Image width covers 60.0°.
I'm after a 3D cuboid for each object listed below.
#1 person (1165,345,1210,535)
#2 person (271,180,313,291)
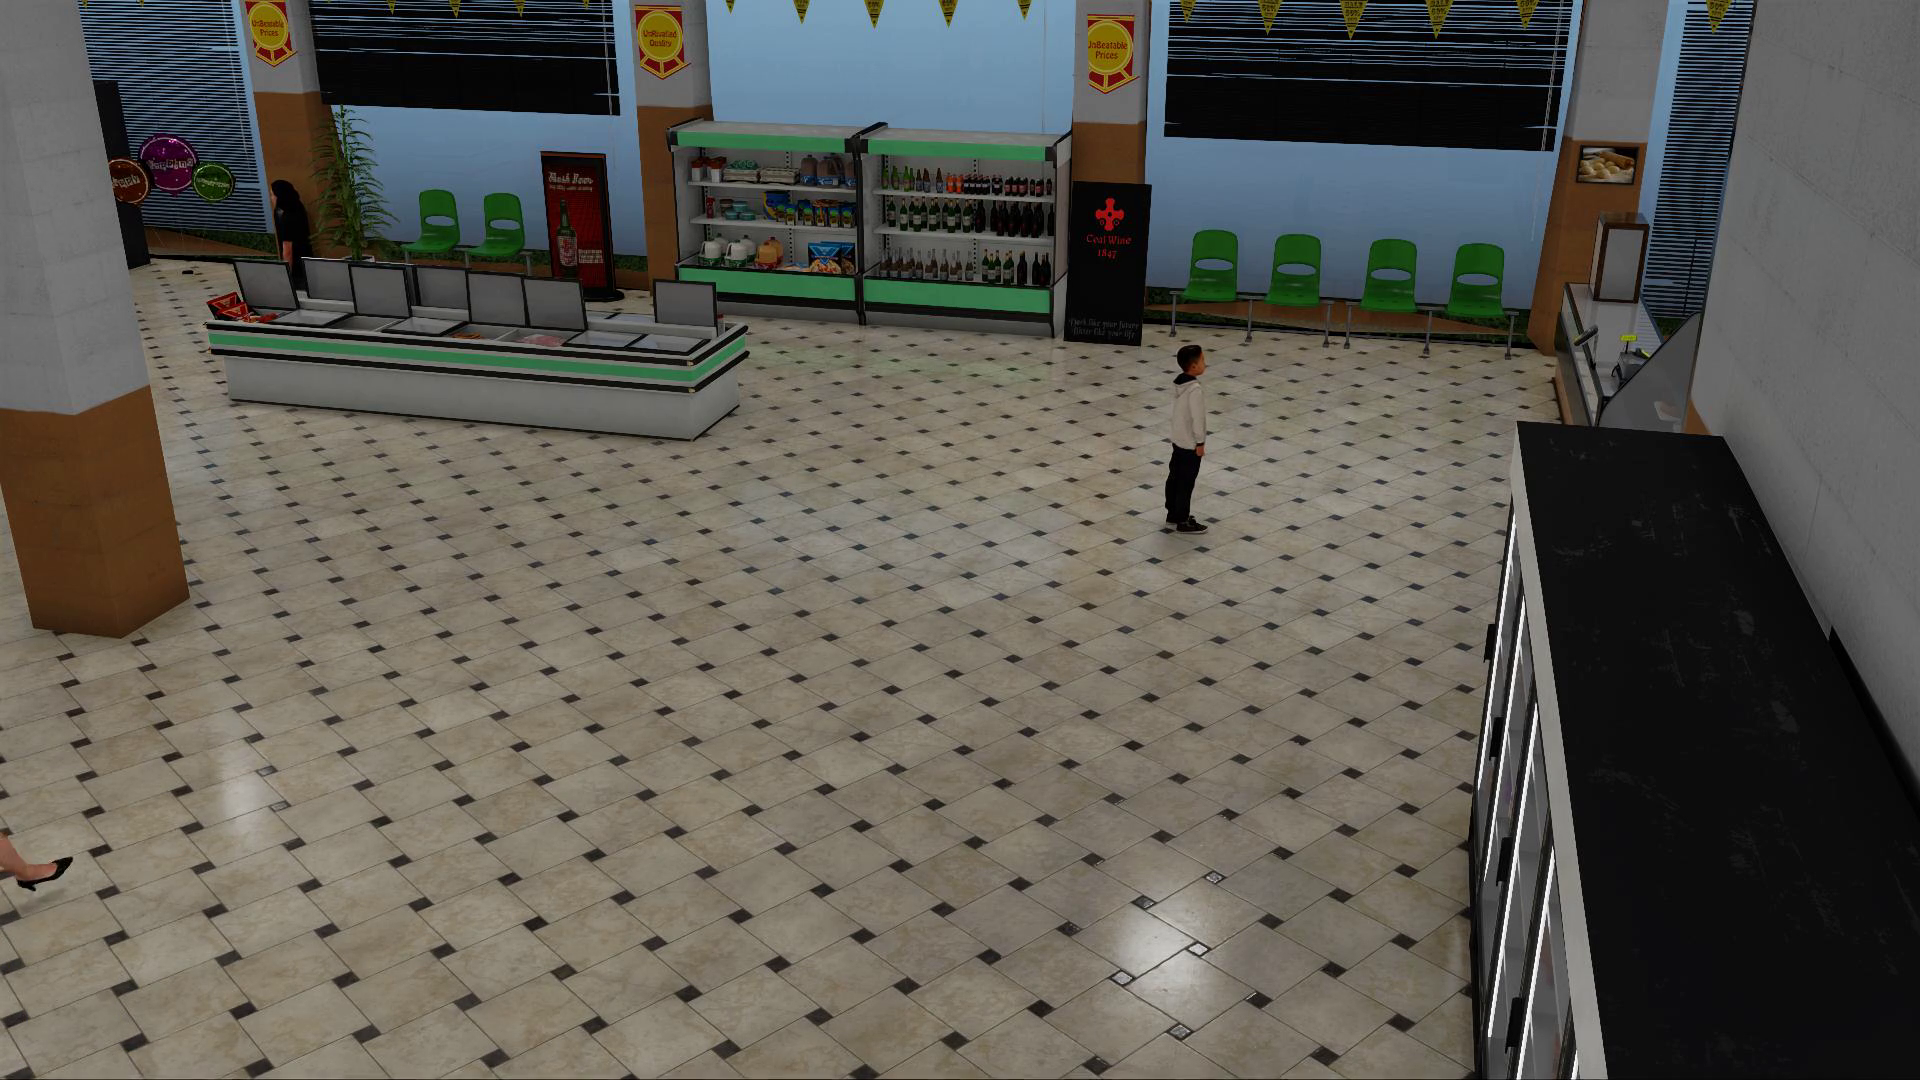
[{"bbox_3d":[1.715,-0.772,12.630,0.672,1.455,0.659,-6,23,-14],"label":"person"},{"bbox_3d":[-6.839,-2.817,17.219,0.601,1.828,0.675,1,22,2],"label":"person"}]
